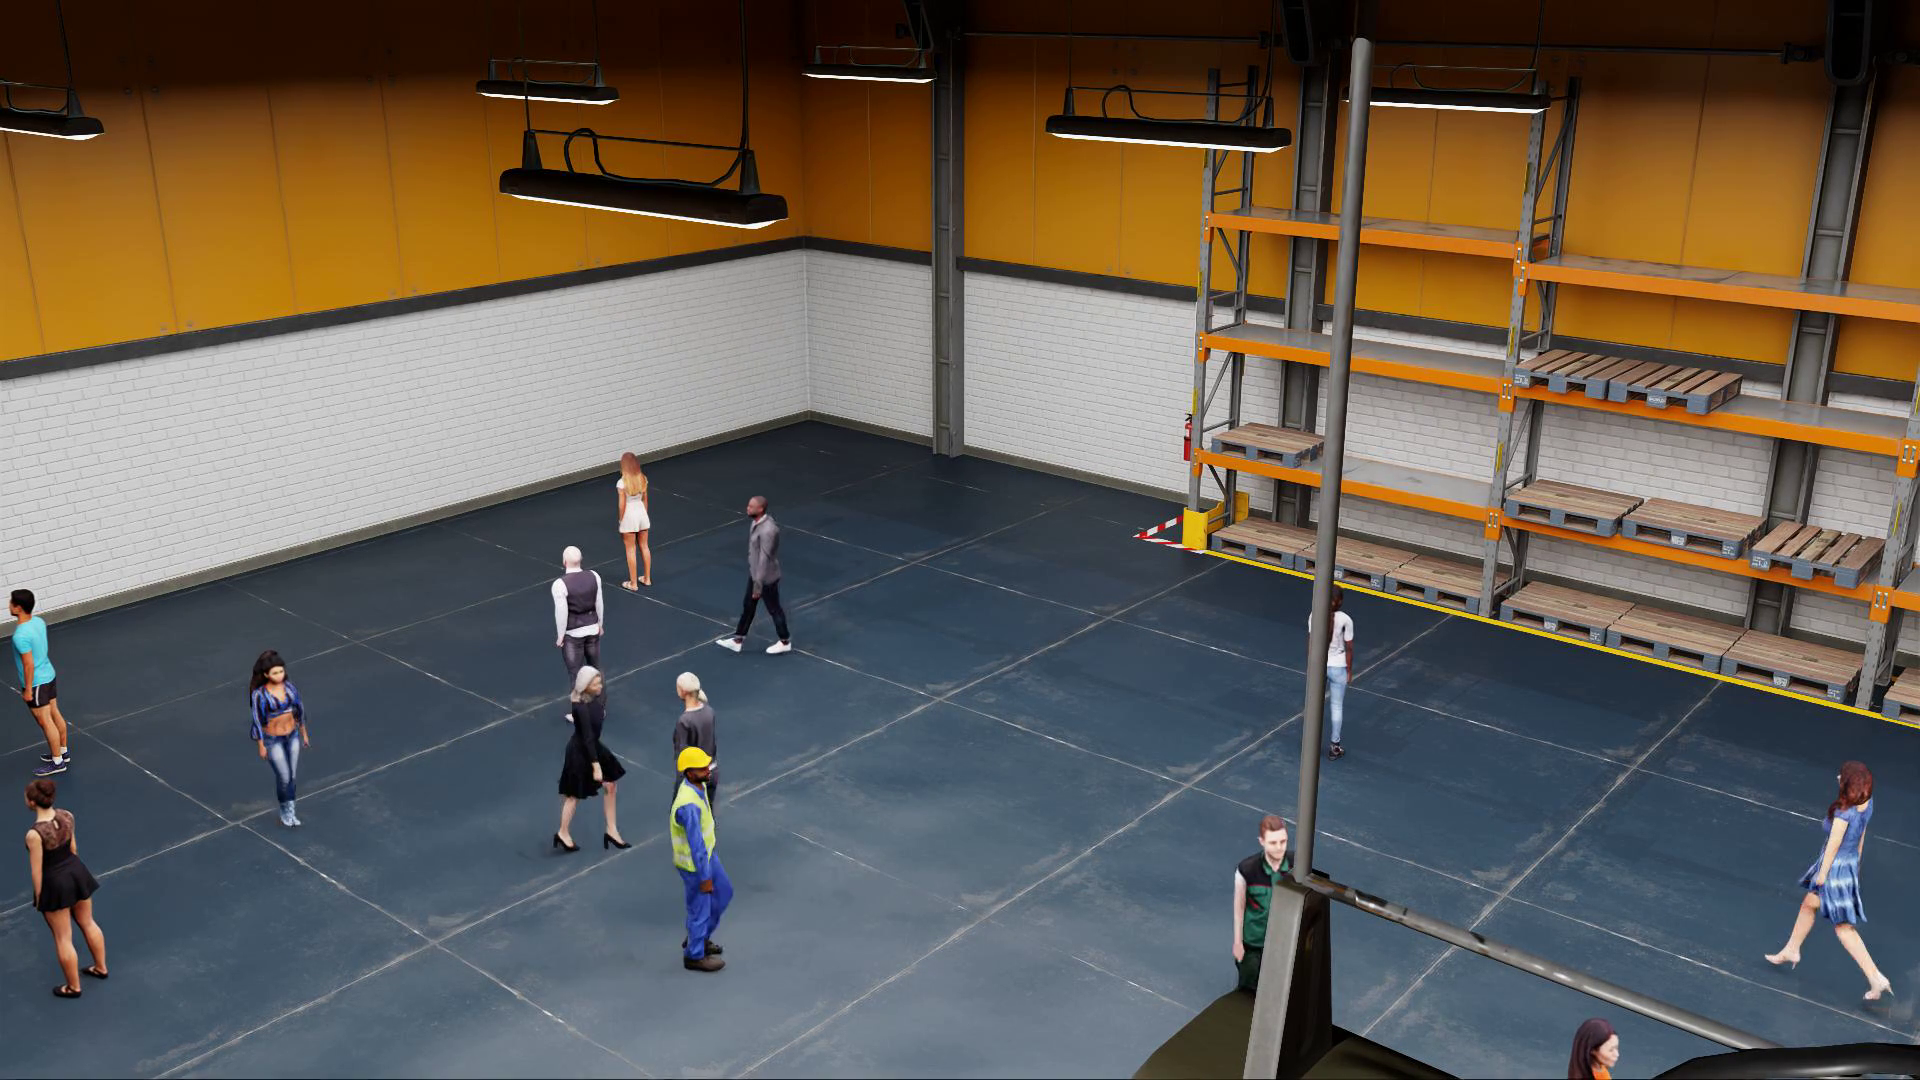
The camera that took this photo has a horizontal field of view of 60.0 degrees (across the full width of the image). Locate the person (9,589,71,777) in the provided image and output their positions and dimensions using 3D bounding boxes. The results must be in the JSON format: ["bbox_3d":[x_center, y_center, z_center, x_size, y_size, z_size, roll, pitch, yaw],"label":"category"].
[{"bbox_3d":[-8.468,1.290,15.299,0.750,1.776,0.669,-4,19,-10],"label":"person"}]

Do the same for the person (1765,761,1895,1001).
[{"bbox_3d":[6.327,2.454,11.853,0.690,1.770,1.140,-18,25,-42],"label":"person"}]

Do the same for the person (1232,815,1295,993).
[{"bbox_3d":[2.032,2.651,11.198,1.026,1.815,1.120,-4,19,-10],"label":"person"}]

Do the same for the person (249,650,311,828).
[{"bbox_3d":[-5.883,1.709,14.312,0.614,1.611,0.638,14,23,35],"label":"person"}]

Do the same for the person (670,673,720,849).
[{"bbox_3d":[-2.078,1.929,13.514,0.634,1.704,0.644,12,22,32],"label":"person"}]

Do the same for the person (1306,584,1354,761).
[{"bbox_3d":[3.459,1.219,15.600,0.527,1.719,0.688,10,21,27],"label":"person"}]

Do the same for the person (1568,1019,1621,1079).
[{"bbox_3d":[3.397,3.388,9.112,0.654,1.749,0.682,7,20,20],"label":"person"}]

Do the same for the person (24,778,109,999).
[{"bbox_3d":[-6.450,2.473,11.947,0.690,1.673,0.669,6,19,16],"label":"person"}]

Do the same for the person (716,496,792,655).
[{"bbox_3d":[-2.019,0.399,17.927,1.112,1.788,1.134,-7,20,-20],"label":"person"}]

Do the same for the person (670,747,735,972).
[{"bbox_3d":[-1.995,2.332,12.165,0.845,1.802,0.800,0,19,0],"label":"person"}]

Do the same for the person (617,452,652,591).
[{"bbox_3d":[-3.914,-0.243,19.977,0.579,1.696,0.572,-18,25,-42],"label":"person"}]

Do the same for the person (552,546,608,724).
[{"bbox_3d":[-3.723,0.929,16.298,0.700,1.822,0.609,-18,25,-42],"label":"person"}]

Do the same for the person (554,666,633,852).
[{"bbox_3d":[-3.170,1.833,13.787,0.989,1.712,0.892,-2,19,-7],"label":"person"}]
